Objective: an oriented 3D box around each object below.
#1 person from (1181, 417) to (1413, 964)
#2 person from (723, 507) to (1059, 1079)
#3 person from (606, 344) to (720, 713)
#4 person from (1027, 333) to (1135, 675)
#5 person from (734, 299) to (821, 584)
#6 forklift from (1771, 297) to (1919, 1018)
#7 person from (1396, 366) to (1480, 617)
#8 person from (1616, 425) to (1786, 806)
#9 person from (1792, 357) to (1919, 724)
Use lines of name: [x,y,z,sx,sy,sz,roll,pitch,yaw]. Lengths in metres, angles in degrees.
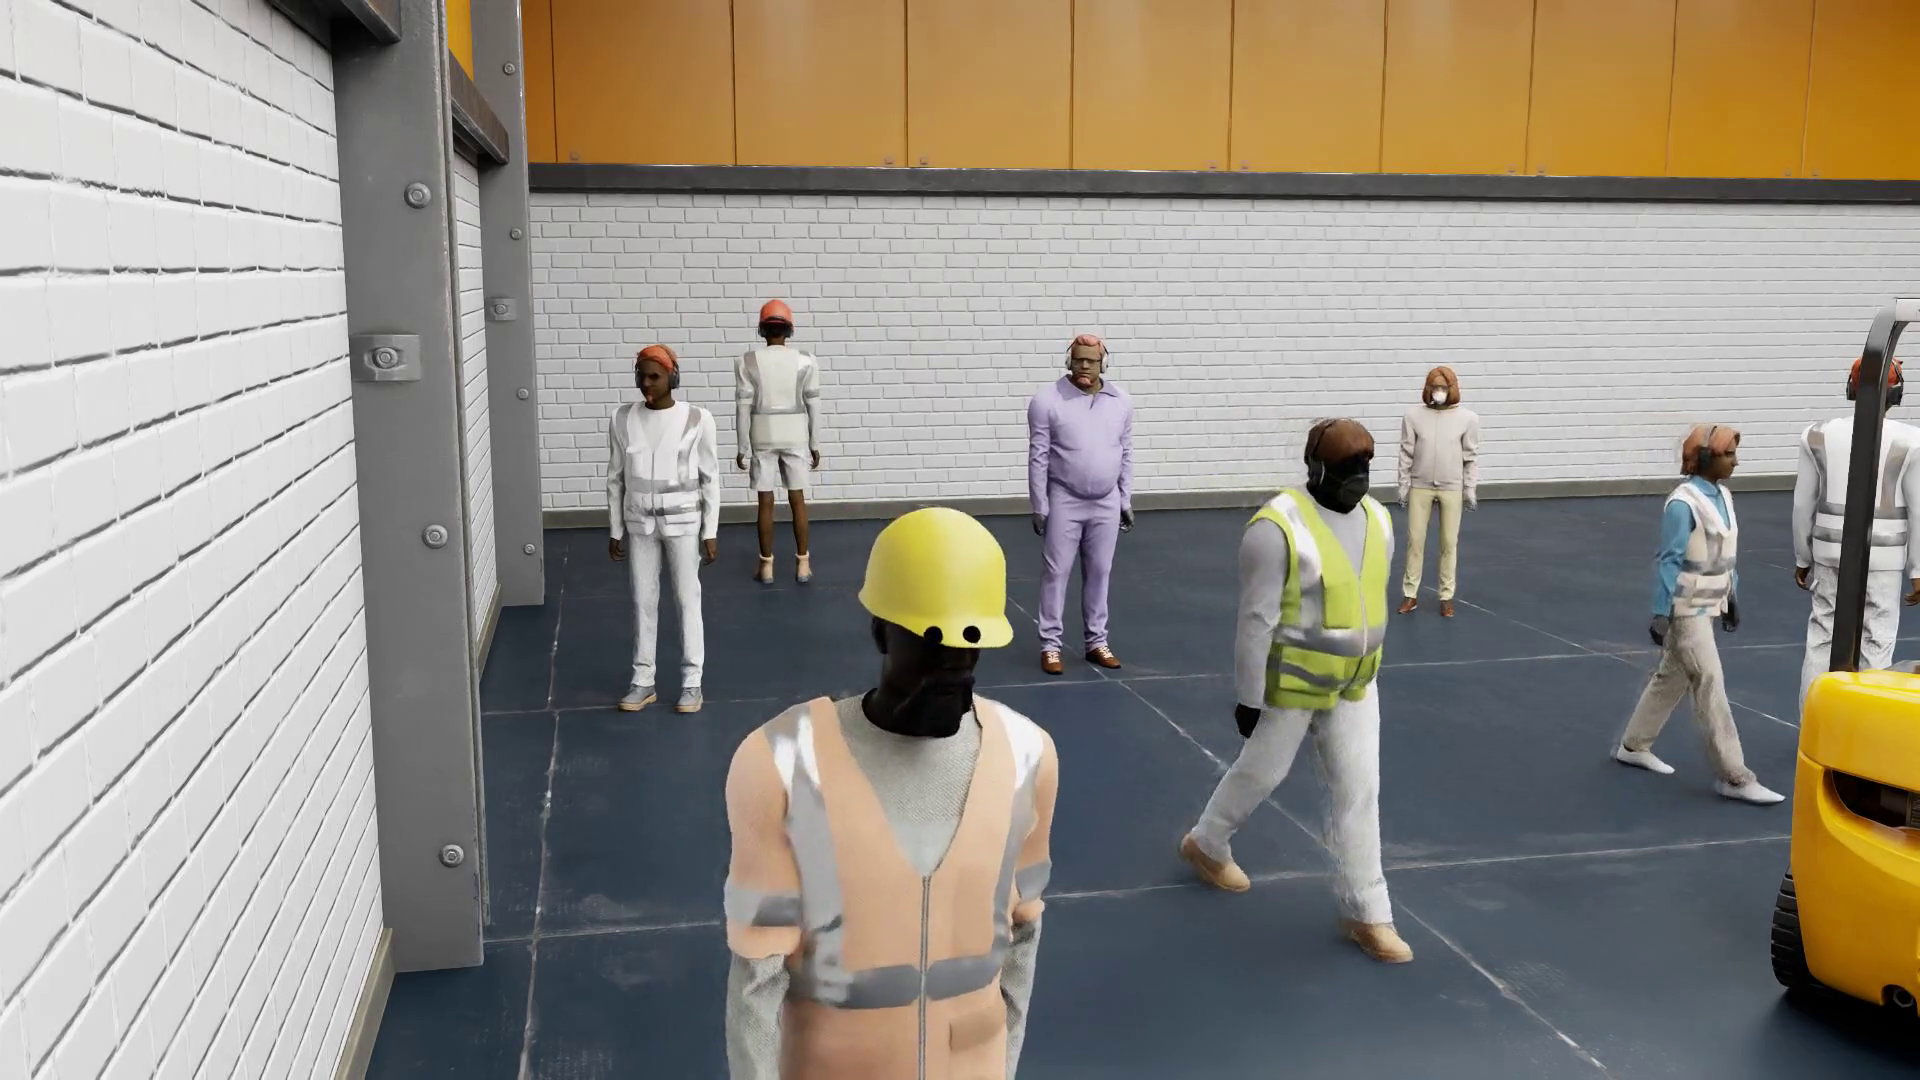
person: [1.153,0.456,5.702,0.631,1.797,0.989,-5,11,-29]
person: [-0.138,0.868,2.827,0.607,1.904,0.731,-4,10,-21]
person: [-1.513,-0.053,8.474,0.585,1.882,0.337,1,9,8]
person: [0.699,-0.203,9.334,0.642,1.905,0.399,-3,10,-20]
person: [-1.315,-0.708,11.991,0.614,2.038,0.395,-2,10,-13]
forklift: [3.542,0.334,5.177,2.313,2.155,1.214,-9,13,-43]
person: [3.111,-0.312,10.840,0.532,1.632,0.297,3,10,20]
person: [3.227,0.301,7.198,0.783,1.595,0.536,9,13,43]
person: [4.085,0.100,7.551,0.353,1.883,0.578,-9,13,-43]
